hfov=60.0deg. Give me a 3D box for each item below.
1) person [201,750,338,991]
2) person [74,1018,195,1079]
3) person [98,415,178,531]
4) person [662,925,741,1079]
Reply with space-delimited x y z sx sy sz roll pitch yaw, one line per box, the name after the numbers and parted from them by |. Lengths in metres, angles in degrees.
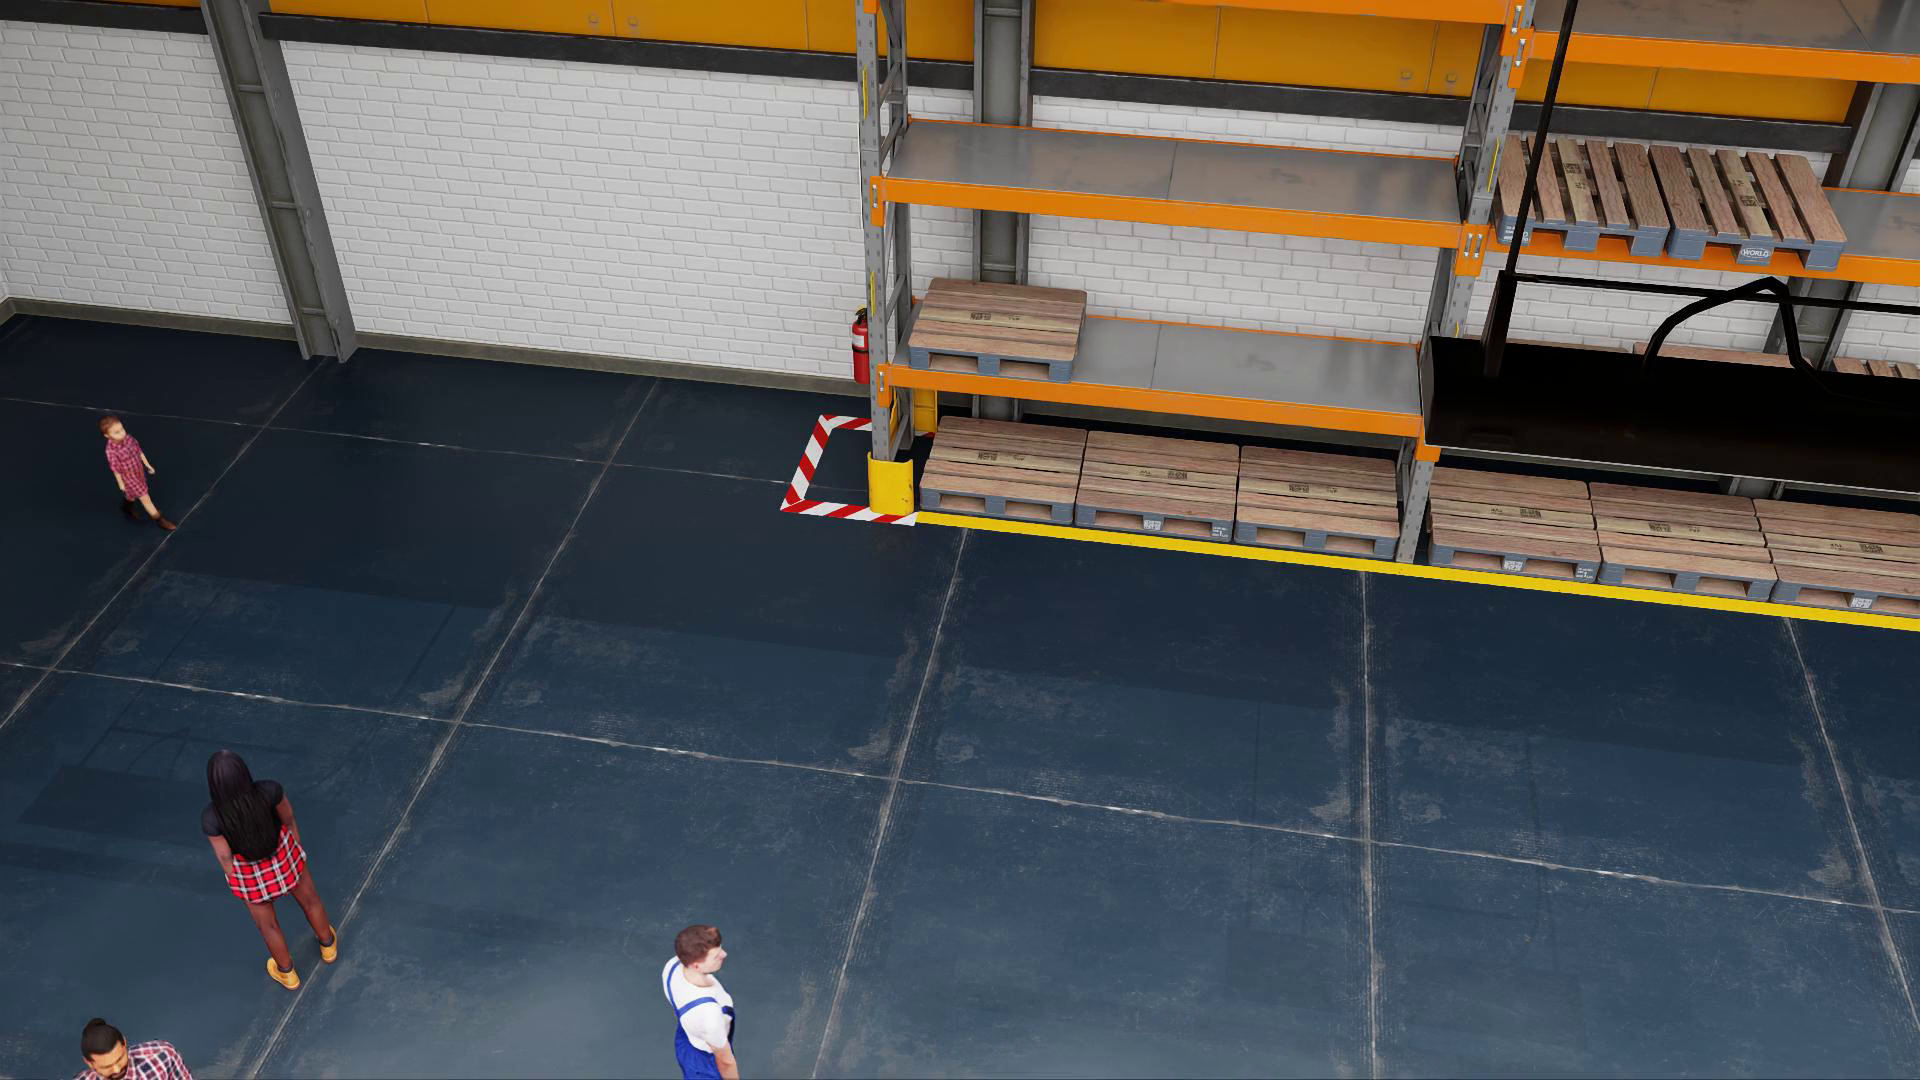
-3.779 1.778 9.068 0.726 1.728 0.771 -30 47 -32 | person
-3.815 2.776 7.799 0.832 1.752 0.891 -24 44 -27 | person
-6.280 -0.532 12.533 0.746 1.014 0.467 10 40 12 | person
-1.230 2.513 8.051 0.780 1.849 0.720 -24 44 -27 | person
